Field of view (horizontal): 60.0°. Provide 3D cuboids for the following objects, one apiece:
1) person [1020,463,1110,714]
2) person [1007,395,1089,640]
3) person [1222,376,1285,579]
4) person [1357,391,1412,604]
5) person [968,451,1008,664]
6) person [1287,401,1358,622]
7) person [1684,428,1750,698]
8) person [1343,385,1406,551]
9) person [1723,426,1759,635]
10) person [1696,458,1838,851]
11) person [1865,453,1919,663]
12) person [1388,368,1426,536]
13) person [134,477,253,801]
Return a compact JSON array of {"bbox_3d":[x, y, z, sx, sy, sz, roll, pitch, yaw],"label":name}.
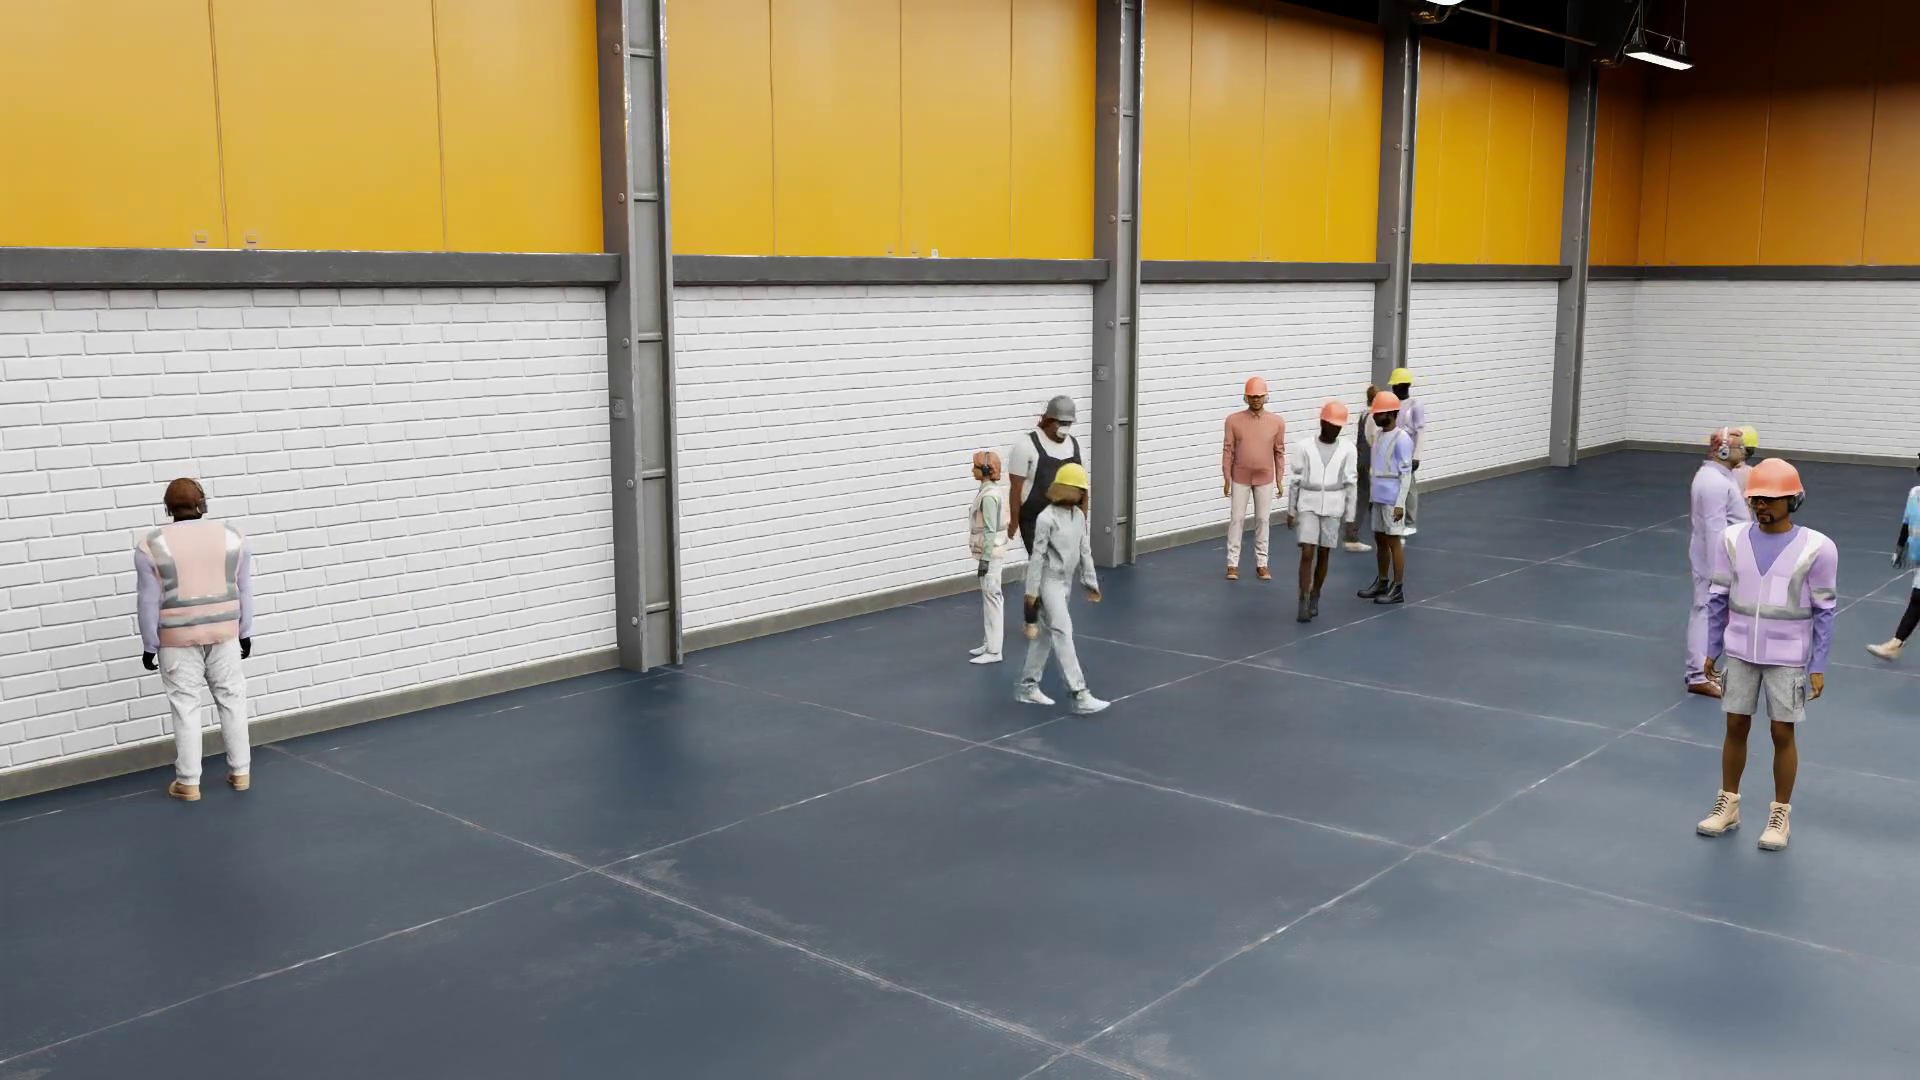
[{"bbox_3d":[0.755,0.330,11.332,0.847,1.695,0.494,6,11,32],"label":"person"},{"bbox_3d":[0.774,-0.195,13.580,0.702,2.000,0.654,-5,10,-27],"label":"person"},{"bbox_3d":[2.872,-0.602,16.278,0.612,1.996,0.389,1,9,4],"label":"person"},{"bbox_3d":[3.854,-0.384,15.098,0.377,1.932,0.551,-2,9,-15],"label":"person"},{"bbox_3d":[0.214,0.131,12.788,0.310,1.642,0.514,0,9,3],"label":"person"},{"bbox_3d":[3.108,-0.232,14.253,0.574,1.897,0.862,1,9,8],"label":"person"},{"bbox_3d":[5.404,0.153,11.866,0.405,1.902,0.696,3,10,20],"label":"person"},{"bbox_3d":[4.506,-0.767,17.967,0.792,1.789,0.599,-3,9,-16],"label":"person"},{"bbox_3d":[6.358,-0.068,13.695,0.415,1.748,0.542,-8,12,-42],"label":"person"},{"bbox_3d":[4.176,0.590,8.644,0.391,2.040,0.615,-9,12,-43],"label":"person"},{"bbox_3d":[7.313,0.128,12.716,0.852,1.655,0.553,-1,9,-4],"label":"person"},{"bbox_3d":[5.051,-1.009,19.051,0.381,1.924,0.594,-4,10,-25],"label":"person"},{"bbox_3d":[-4.351,0.560,9.479,0.624,1.841,0.430,-8,12,-40],"label":"person"}]
